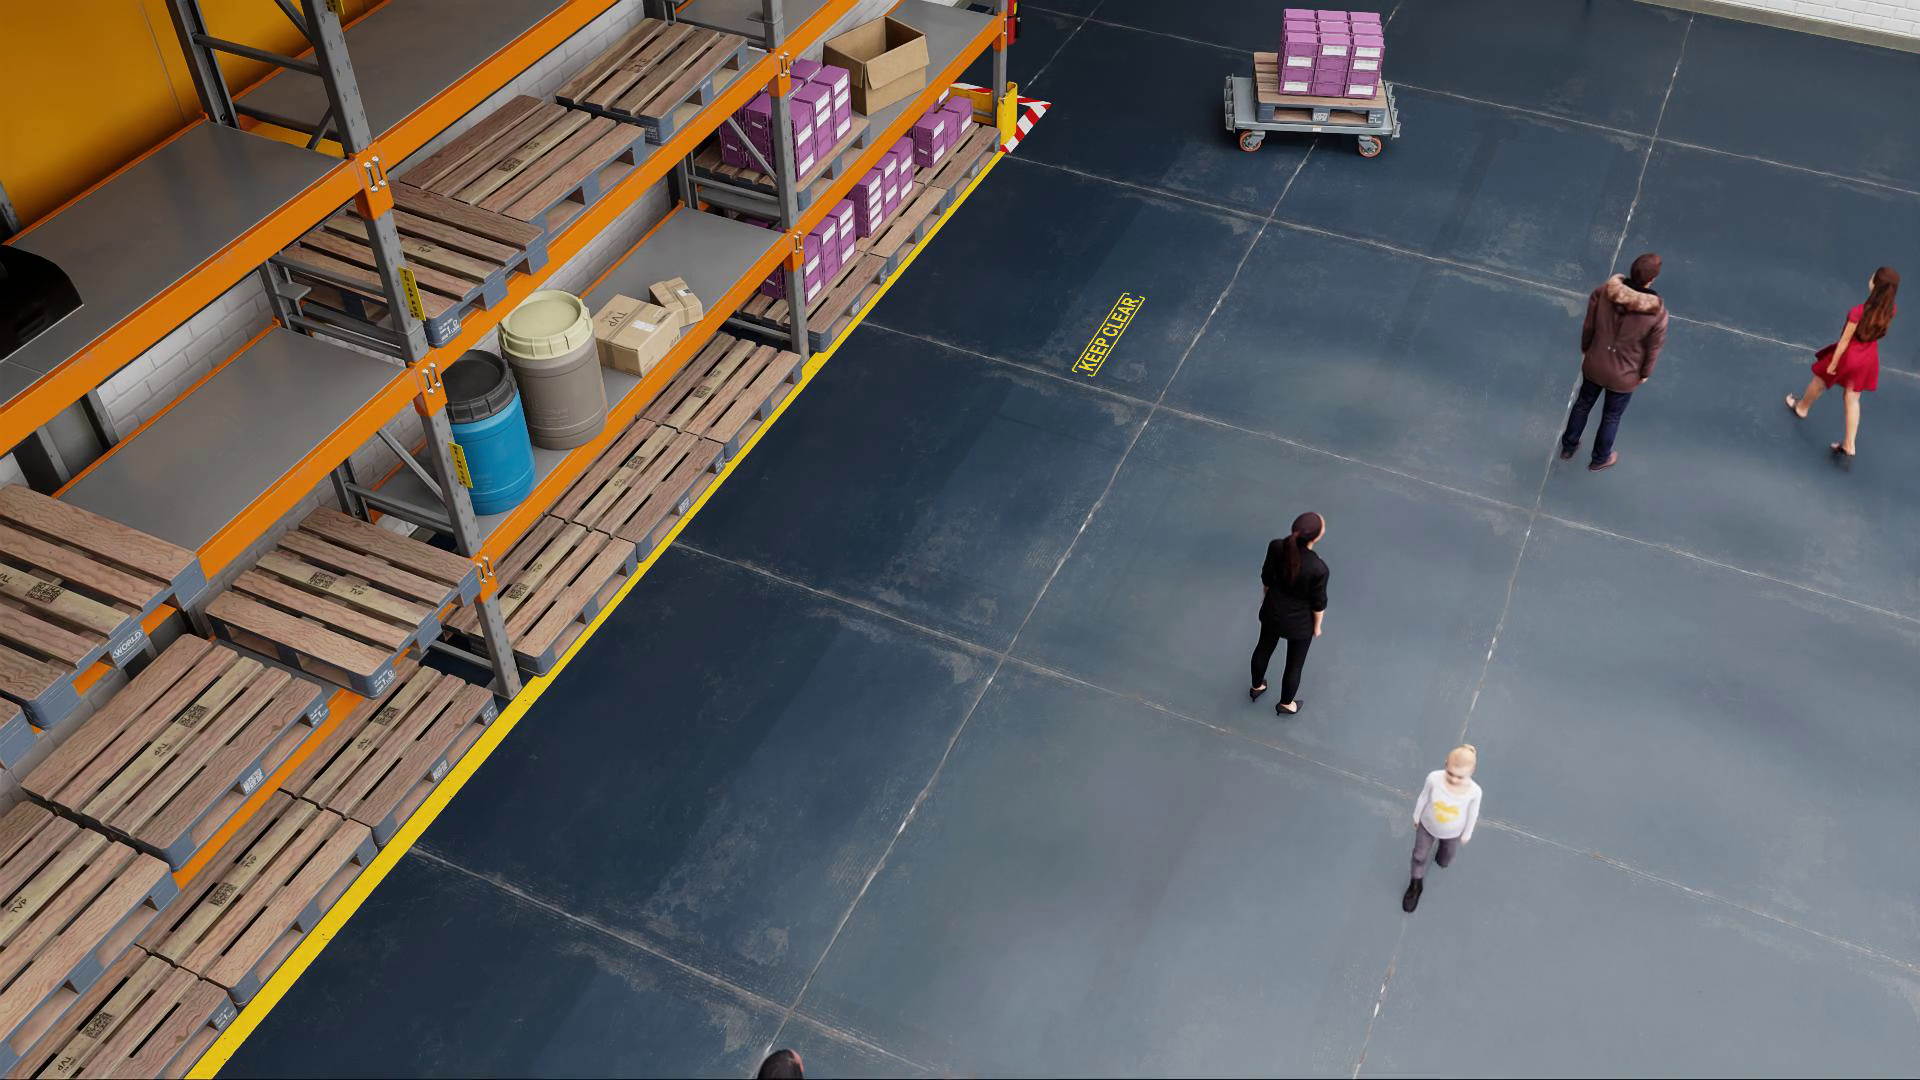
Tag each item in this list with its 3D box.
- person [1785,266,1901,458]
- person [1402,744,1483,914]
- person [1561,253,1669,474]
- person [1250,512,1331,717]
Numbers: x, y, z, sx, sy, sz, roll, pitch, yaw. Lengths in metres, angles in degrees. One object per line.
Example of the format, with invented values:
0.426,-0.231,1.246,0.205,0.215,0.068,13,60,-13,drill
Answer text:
6.744,-1.323,12.492,0.929,1.521,1.130,-5,44,-5,person
2.795,1.606,9.601,0.500,1.268,0.743,20,47,20,person
4.810,-1.305,12.237,0.838,1.847,0.799,34,53,31,person
2.073,0.471,10.508,0.666,1.660,0.645,33,53,30,person
